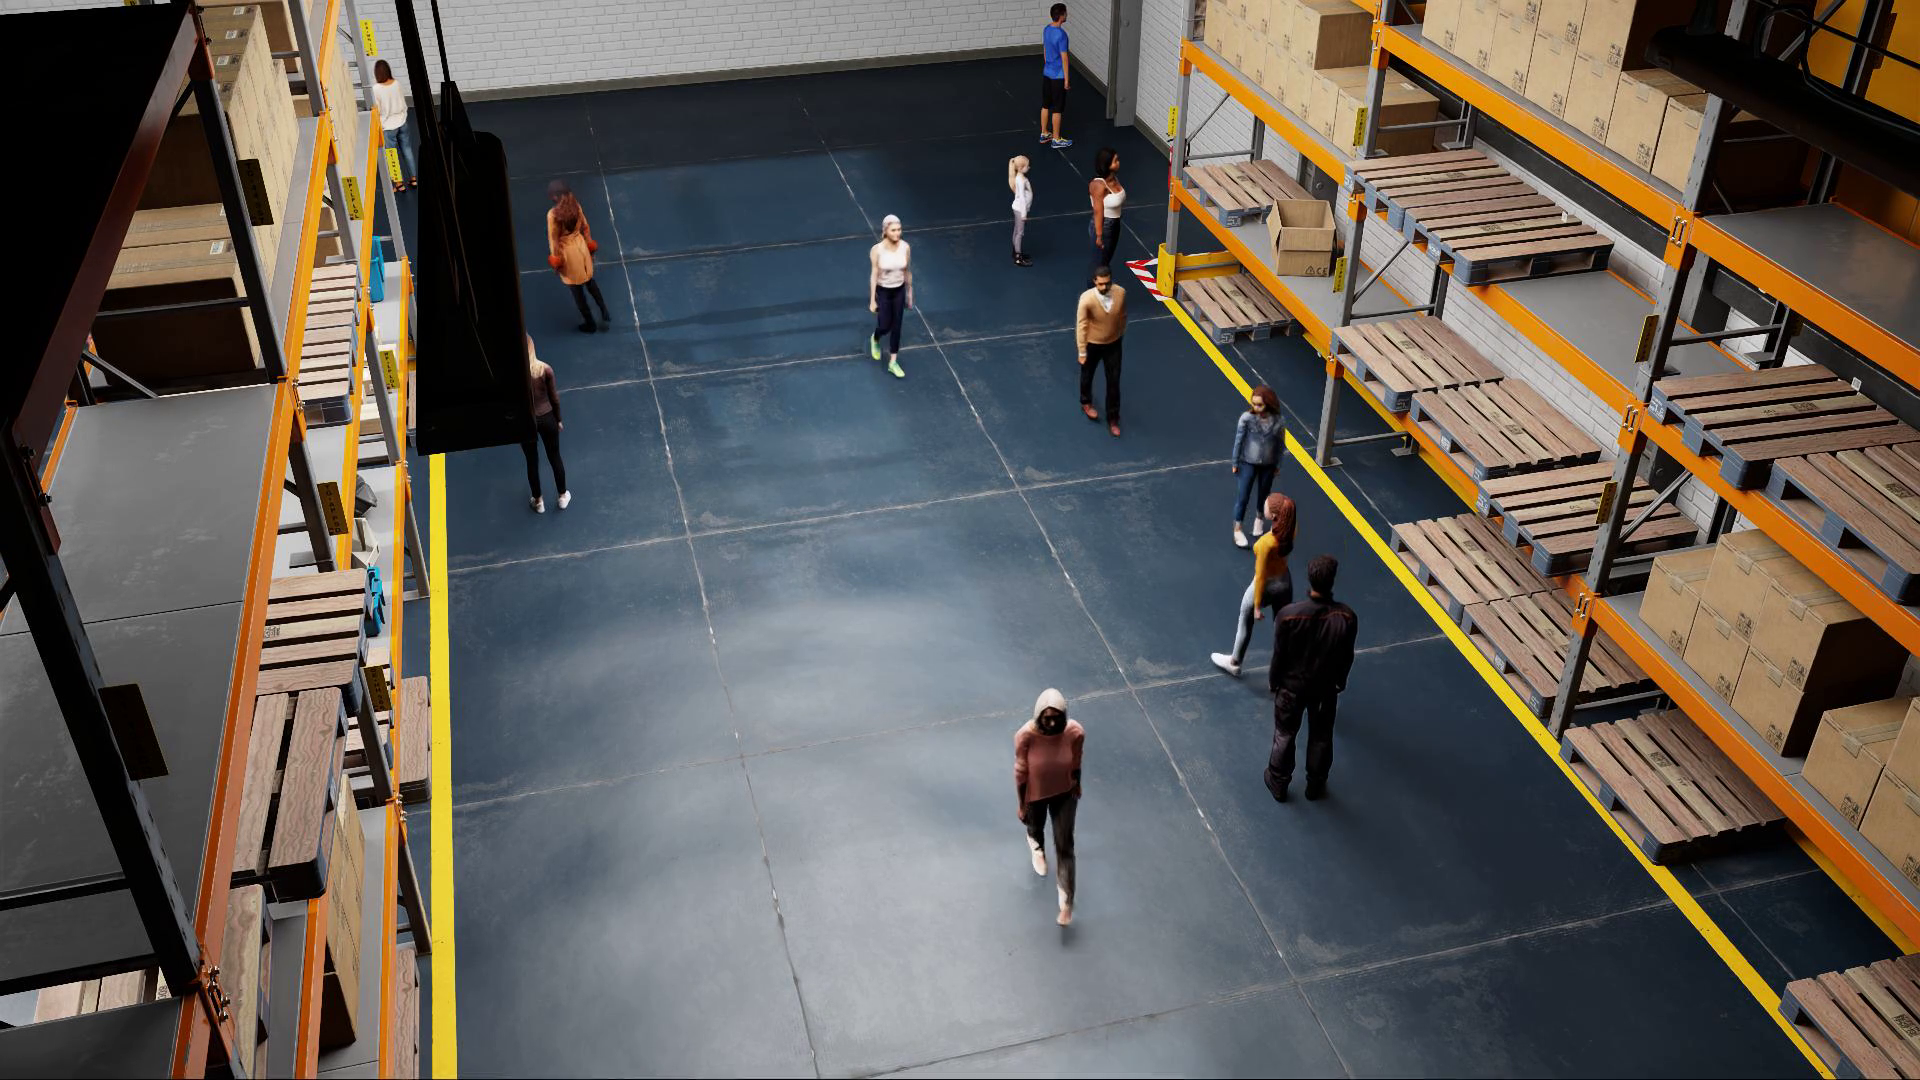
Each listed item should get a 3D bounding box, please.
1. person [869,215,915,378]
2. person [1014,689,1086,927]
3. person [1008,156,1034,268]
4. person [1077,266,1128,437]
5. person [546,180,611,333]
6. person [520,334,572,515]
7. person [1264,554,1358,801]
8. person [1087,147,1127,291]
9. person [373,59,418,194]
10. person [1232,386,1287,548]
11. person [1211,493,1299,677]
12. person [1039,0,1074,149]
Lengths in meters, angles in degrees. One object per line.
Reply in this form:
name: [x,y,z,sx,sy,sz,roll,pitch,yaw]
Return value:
person: [-0.741,-2.477,16.641,0.721,1.694,0.837,-16,37,-23]
person: [0.550,1.537,10.599,0.731,1.697,1.107,-6,34,-9]
person: [0.685,-3.768,18.958,0.584,1.279,0.485,-2,34,-3]
person: [1.325,-1.885,15.747,0.708,1.698,1.006,-9,35,-13]
person: [-3.998,-2.934,17.316,0.876,1.708,0.915,-28,43,-35]
person: [-3.679,-1.012,14.429,0.599,1.703,0.492,-9,35,-13]
person: [2.360,0.944,11.268,0.768,1.944,0.702,1,34,1]
person: [1.528,-3.330,17.820,0.807,1.810,0.728,13,36,19]
person: [-7.040,-5.150,20.674,0.721,1.682,0.697,25,41,32]
person: [2.527,-0.665,14.125,0.693,1.461,0.767,-5,34,-7]
person: [2.358,0.409,12.274,0.907,1.723,1.195,-25,41,-33]
person: [1.254,-6.155,22.017,0.741,1.869,0.602,-20,39,-27]
